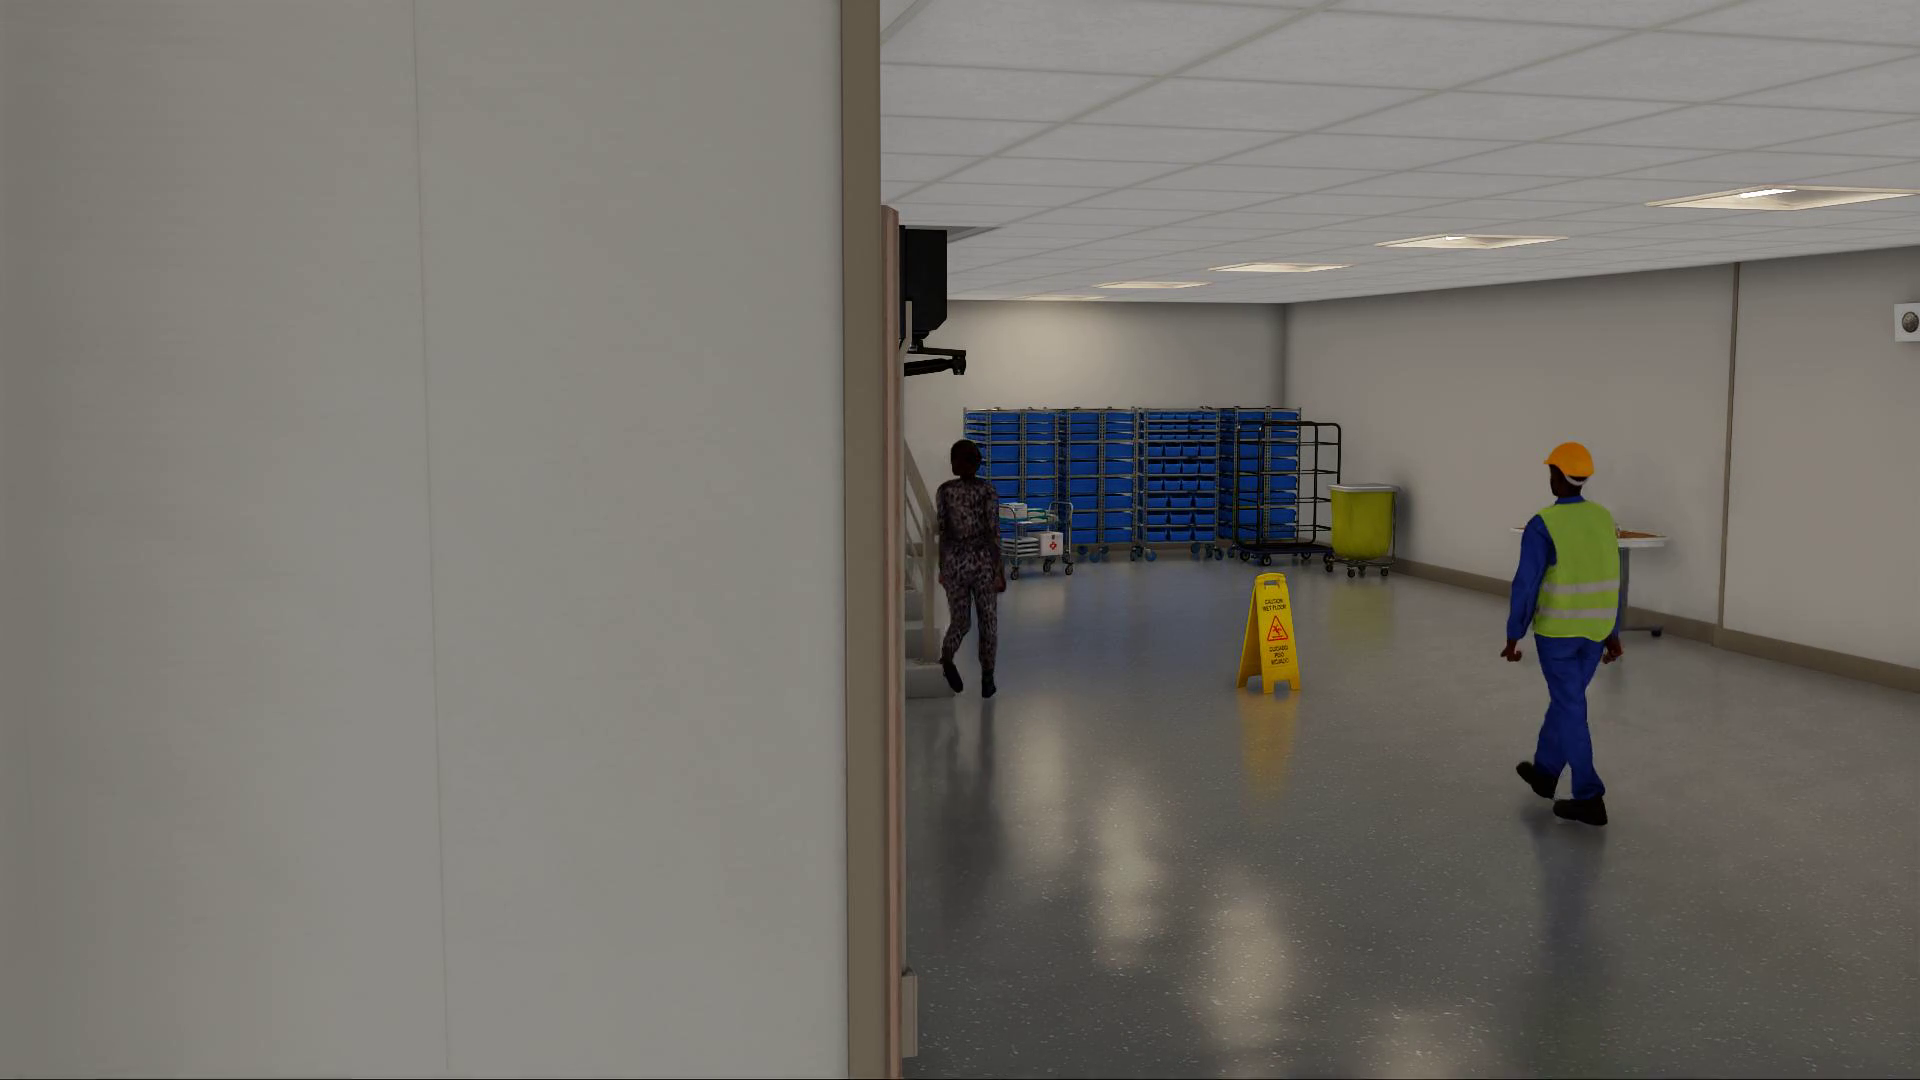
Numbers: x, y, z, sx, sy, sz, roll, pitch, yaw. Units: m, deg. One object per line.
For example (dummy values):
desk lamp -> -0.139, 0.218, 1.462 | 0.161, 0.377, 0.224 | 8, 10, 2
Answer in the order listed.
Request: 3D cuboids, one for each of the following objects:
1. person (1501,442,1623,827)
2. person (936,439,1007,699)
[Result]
person -> 2.954, 0.456, 7.896 | 0.756, 1.790, 1.036 | -2, 6, -20
person -> 0.021, 0.217, 10.757 | 0.929, 1.693, 1.069 | 2, 6, 22
